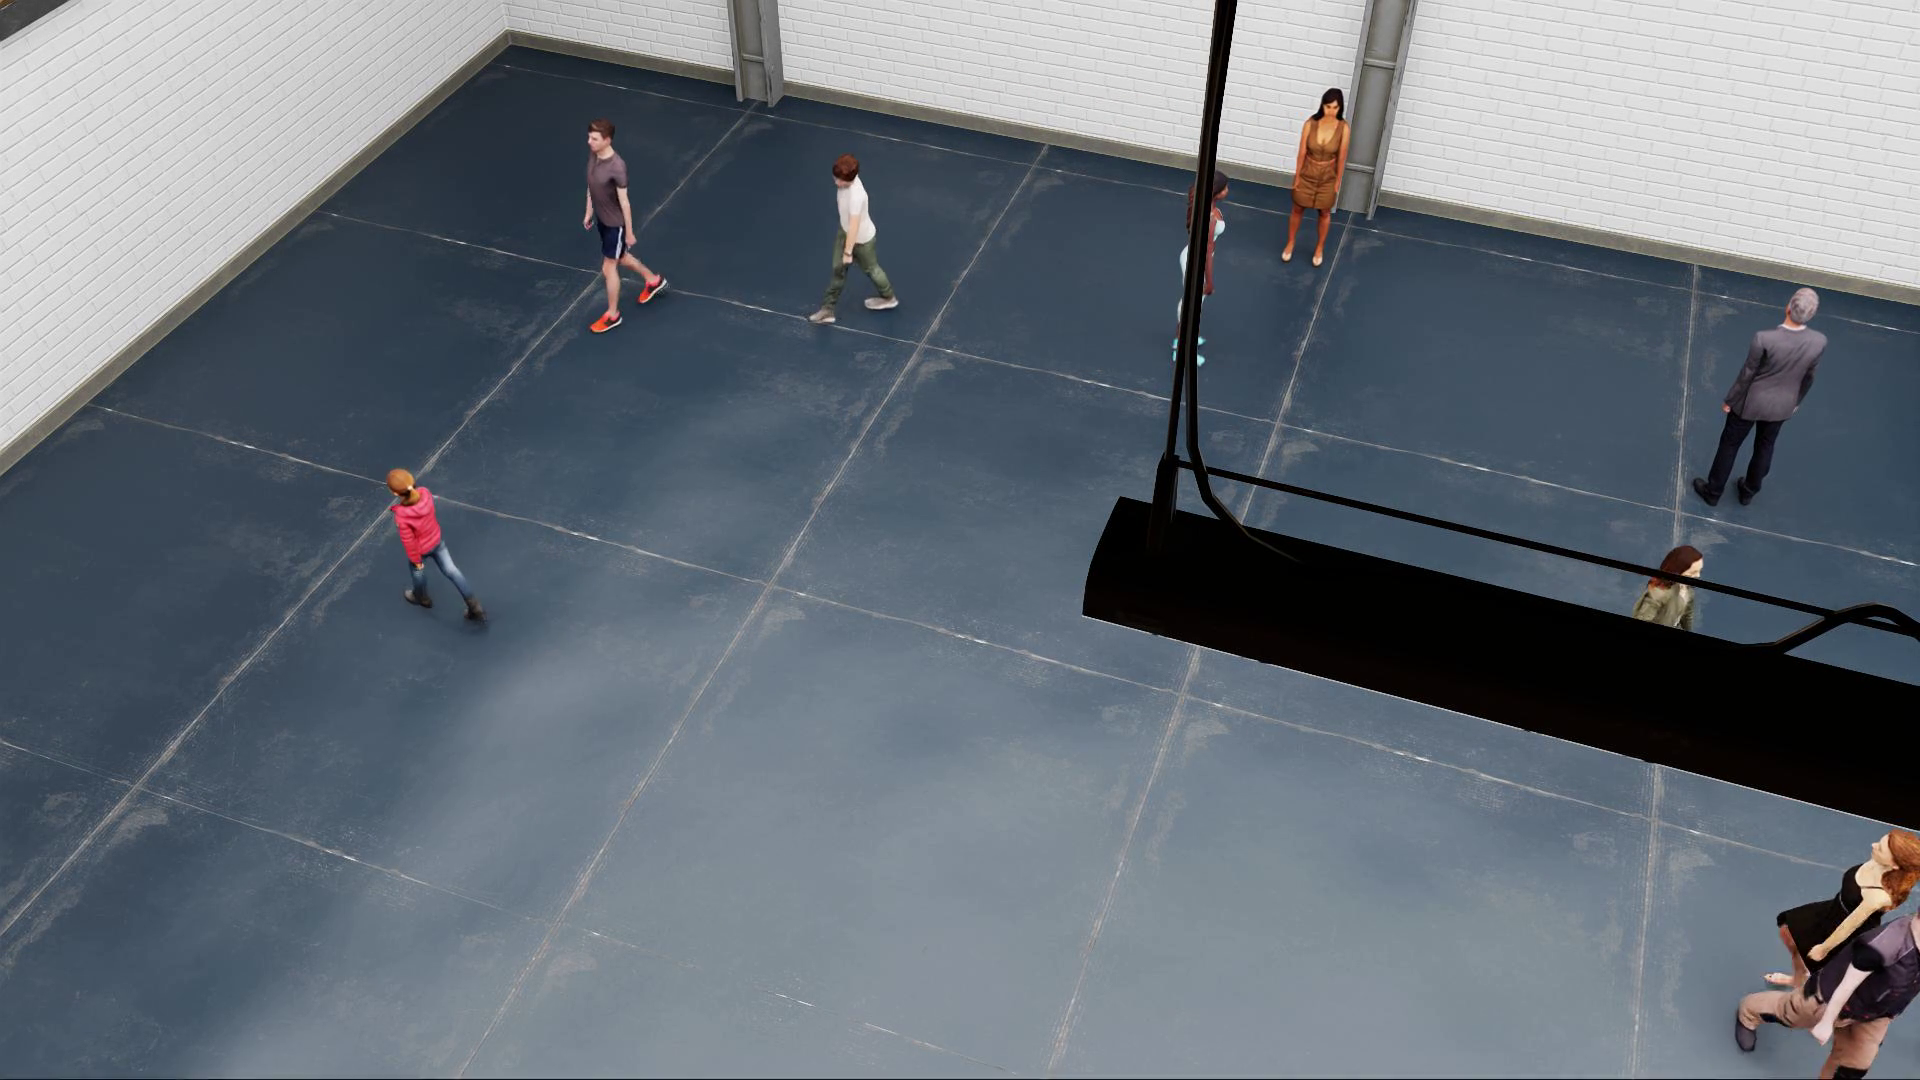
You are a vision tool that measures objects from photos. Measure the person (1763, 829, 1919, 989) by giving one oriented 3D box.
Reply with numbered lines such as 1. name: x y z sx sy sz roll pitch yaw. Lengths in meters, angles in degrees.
1. person: 4.748 2.088 8.740 0.628 1.615 0.581 17 46 17

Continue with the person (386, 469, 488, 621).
1. person: -3.504 0.057 11.111 0.963 1.285 0.633 24 48 23

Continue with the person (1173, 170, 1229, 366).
1. person: 1.868 -2.157 13.117 0.656 1.725 0.644 -4 44 -4

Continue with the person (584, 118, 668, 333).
1. person: -2.769 -2.621 13.530 1.063 1.826 1.084 -27 50 -25

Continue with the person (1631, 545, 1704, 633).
1. person: 4.303 0.543 10.486 1.019 1.444 0.826 35 53 31

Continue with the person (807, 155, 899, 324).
1. person: -0.787 -2.482 13.548 1.129 1.601 1.076 -12 45 -13

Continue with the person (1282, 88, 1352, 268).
1. person: 3.034 -3.080 14.114 0.490 1.684 0.630 10 45 11

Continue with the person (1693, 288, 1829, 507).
1. person: 5.712 -1.003 11.822 0.665 1.839 0.858 0 44 0

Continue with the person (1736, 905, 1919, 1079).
1. person: 4.477 2.245 8.452 1.256 1.785 1.233 -9 44 -9
